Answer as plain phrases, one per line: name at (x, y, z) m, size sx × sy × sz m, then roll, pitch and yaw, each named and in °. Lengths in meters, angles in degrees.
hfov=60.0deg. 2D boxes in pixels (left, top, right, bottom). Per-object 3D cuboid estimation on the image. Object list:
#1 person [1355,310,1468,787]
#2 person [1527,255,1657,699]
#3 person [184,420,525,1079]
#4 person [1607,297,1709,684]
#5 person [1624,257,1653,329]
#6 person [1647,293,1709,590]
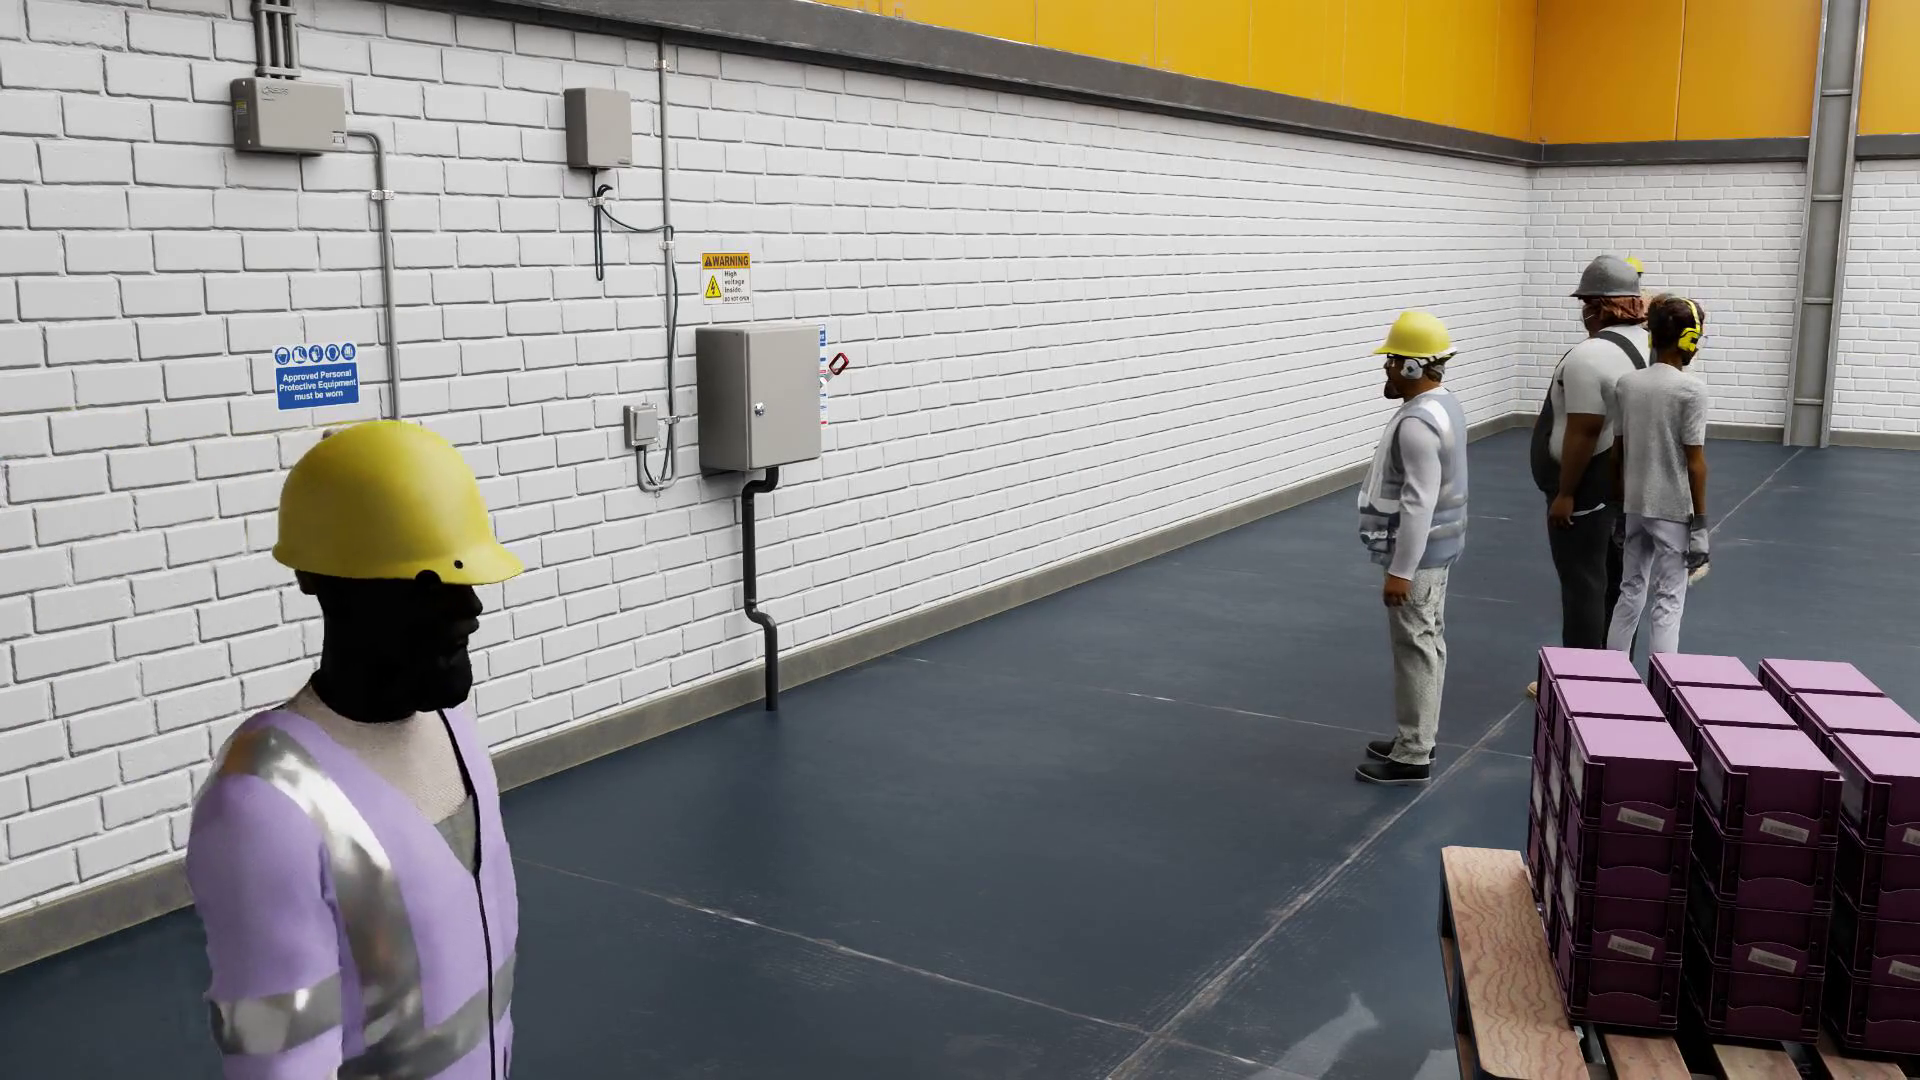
person at (1.740, 0.037, 6.435) m, size 0.404 × 1.835 × 0.587 m, roll 5°, pitch 11°, yaw 25°
person at (2.863, -0.270, 7.563) m, size 0.689 × 2.000 × 0.538 m, roll -8°, pitch 13°, yaw -37°
person at (-0.791, 0.785, 2.137) m, size 0.862 × 1.897 × 0.597 m, roll 1°, pitch 10°, yaw 8°
person at (2.973, -0.087, 7.045) m, size 0.329 × 1.865 × 0.509 m, roll -4°, pitch 11°, yaw -23°
person at (6.842, -1.926, 17.054) m, size 0.594 × 1.924 × 0.383 m, roll -8°, pitch 13°, yaw -39°
person at (4.082, -0.551, 9.816) m, size 0.982 × 1.790 × 0.534 m, roll -8°, pitch 13°, yaw -36°
